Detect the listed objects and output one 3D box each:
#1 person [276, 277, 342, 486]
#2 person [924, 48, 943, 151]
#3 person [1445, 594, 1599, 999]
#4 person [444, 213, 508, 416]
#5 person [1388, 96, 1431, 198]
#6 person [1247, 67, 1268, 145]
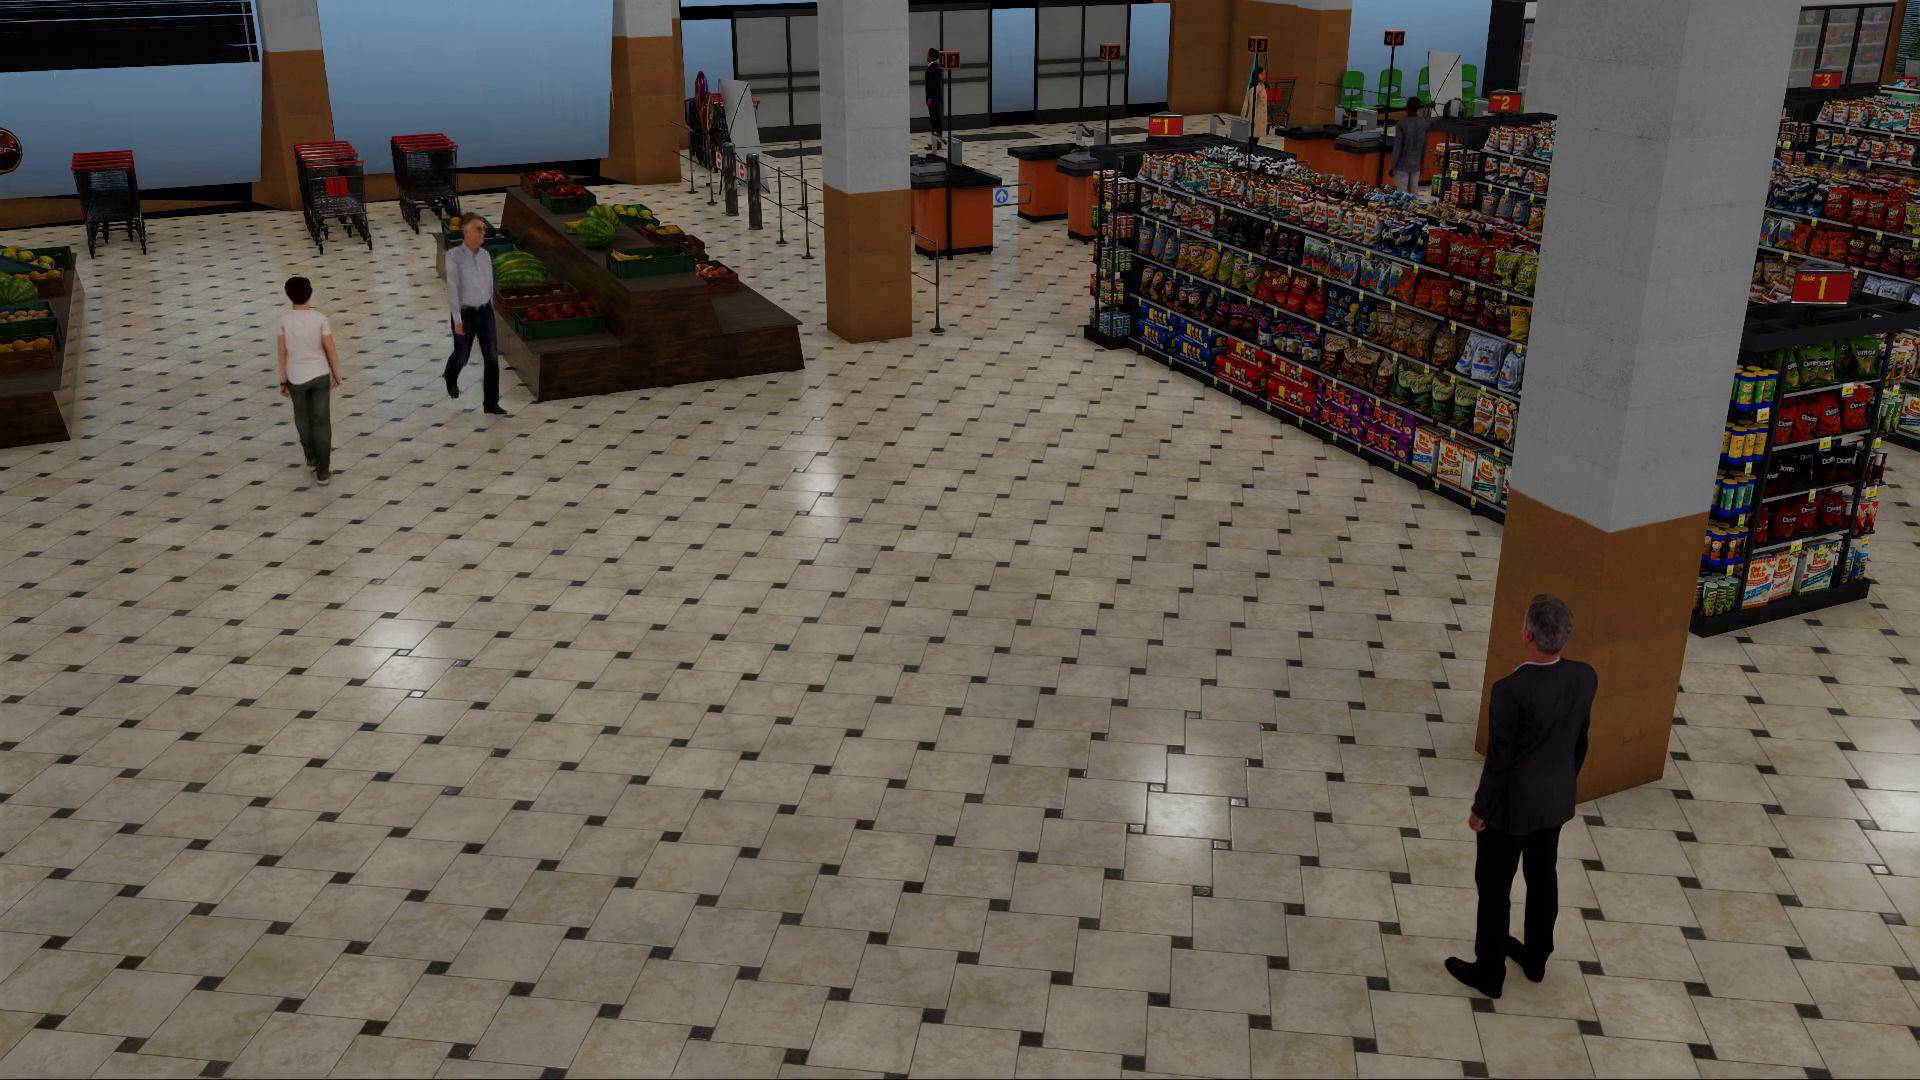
[{"bbox_3d":[-5.134,-1.230,13.103,0.667,1.638,0.798,-7,23,-16],"label":"person"},{"bbox_3d":[-0.452,-7.731,29.163,0.762,1.726,0.687,6,23,15],"label":"person"},{"bbox_3d":[2.396,1.086,7.069,0.714,1.839,0.549,-10,24,-23],"label":"person"},{"bbox_3d":[-4.402,-2.013,14.852,0.918,1.786,1.217,-20,29,-41],"label":"person"},{"bbox_3d":[5.957,-4.953,22.100,0.704,1.837,0.564,-8,23,-19],"label":"person"},{"bbox_3d":[4.763,-6.761,26.807,0.741,1.682,0.719,11,24,26],"label":"person"}]
